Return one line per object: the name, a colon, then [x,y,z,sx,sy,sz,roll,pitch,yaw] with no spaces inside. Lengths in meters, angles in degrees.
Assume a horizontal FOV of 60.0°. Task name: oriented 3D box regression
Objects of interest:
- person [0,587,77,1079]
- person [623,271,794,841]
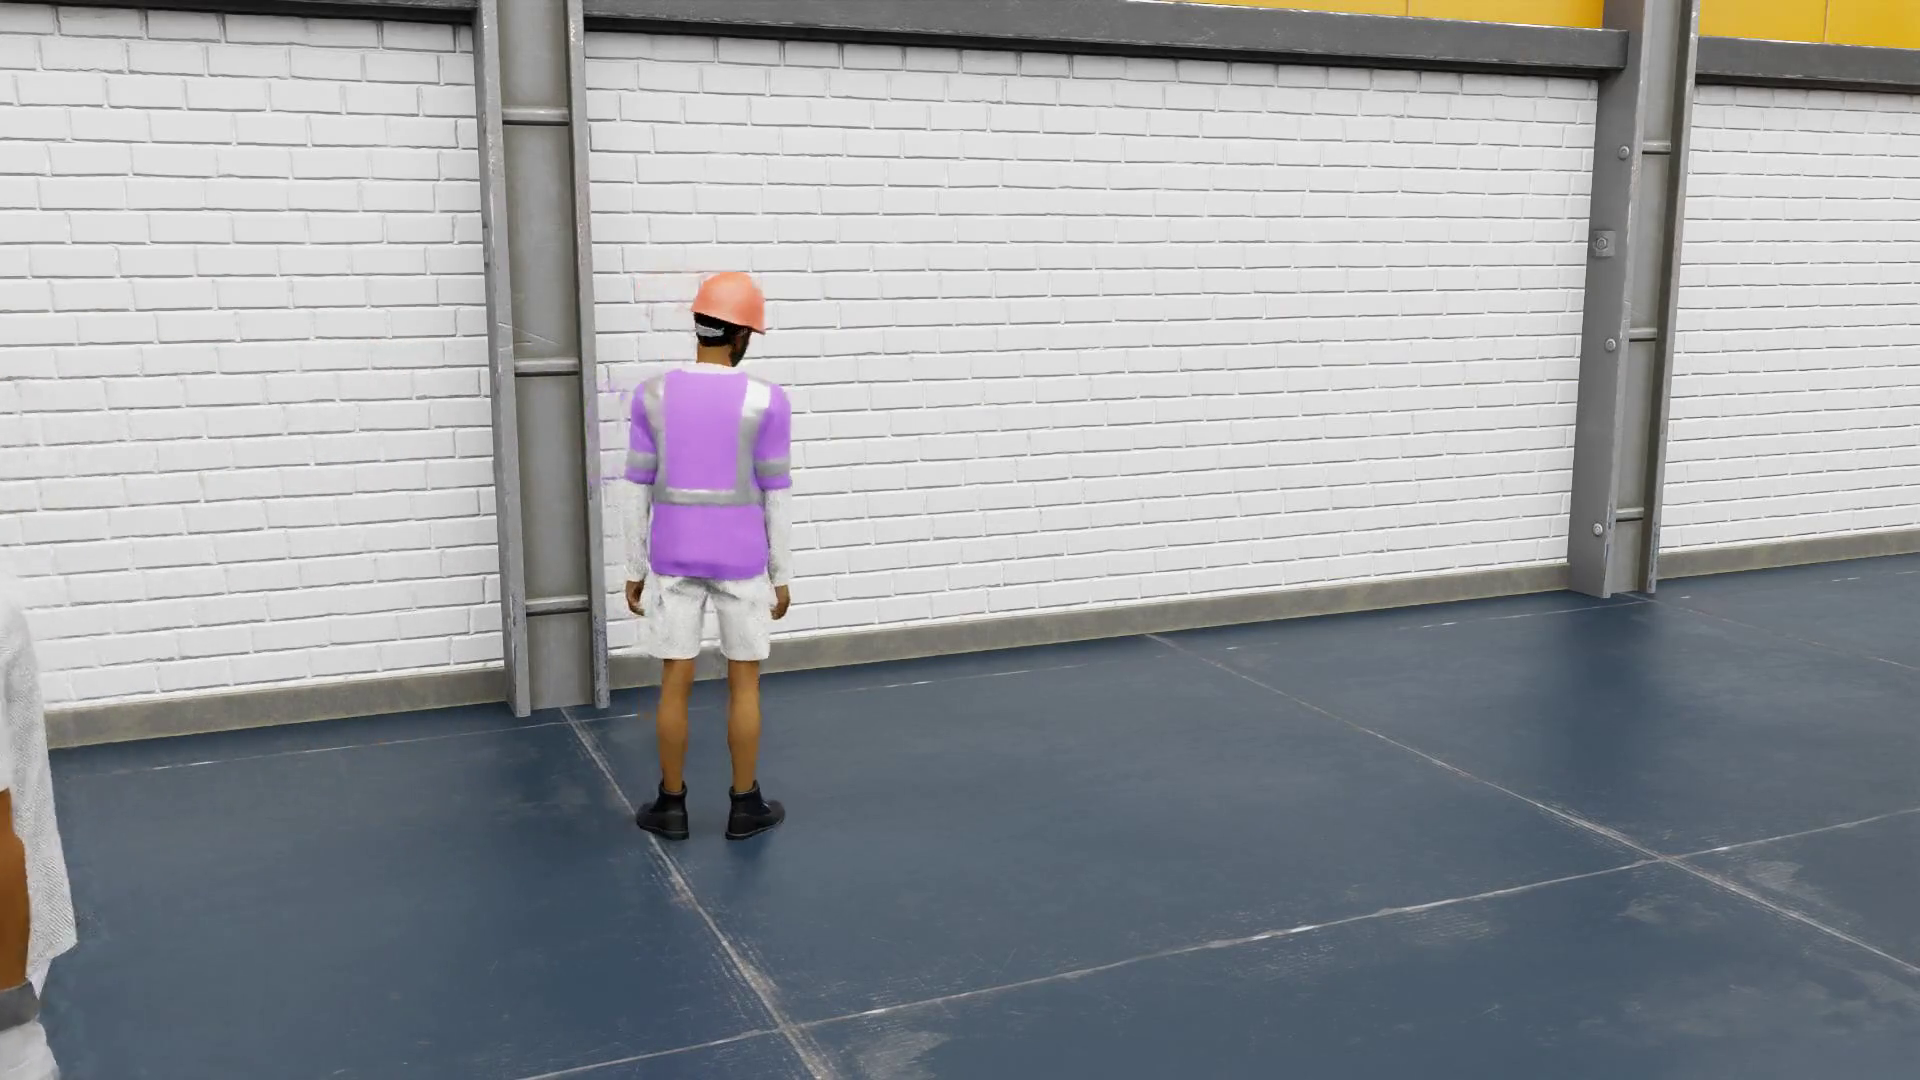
person: [-1.476,0.644,2.609,0.698,1.853,0.524,-9,14,-40]
person: [-0.876,0.075,5.600,0.667,1.913,0.399,1,10,4]
